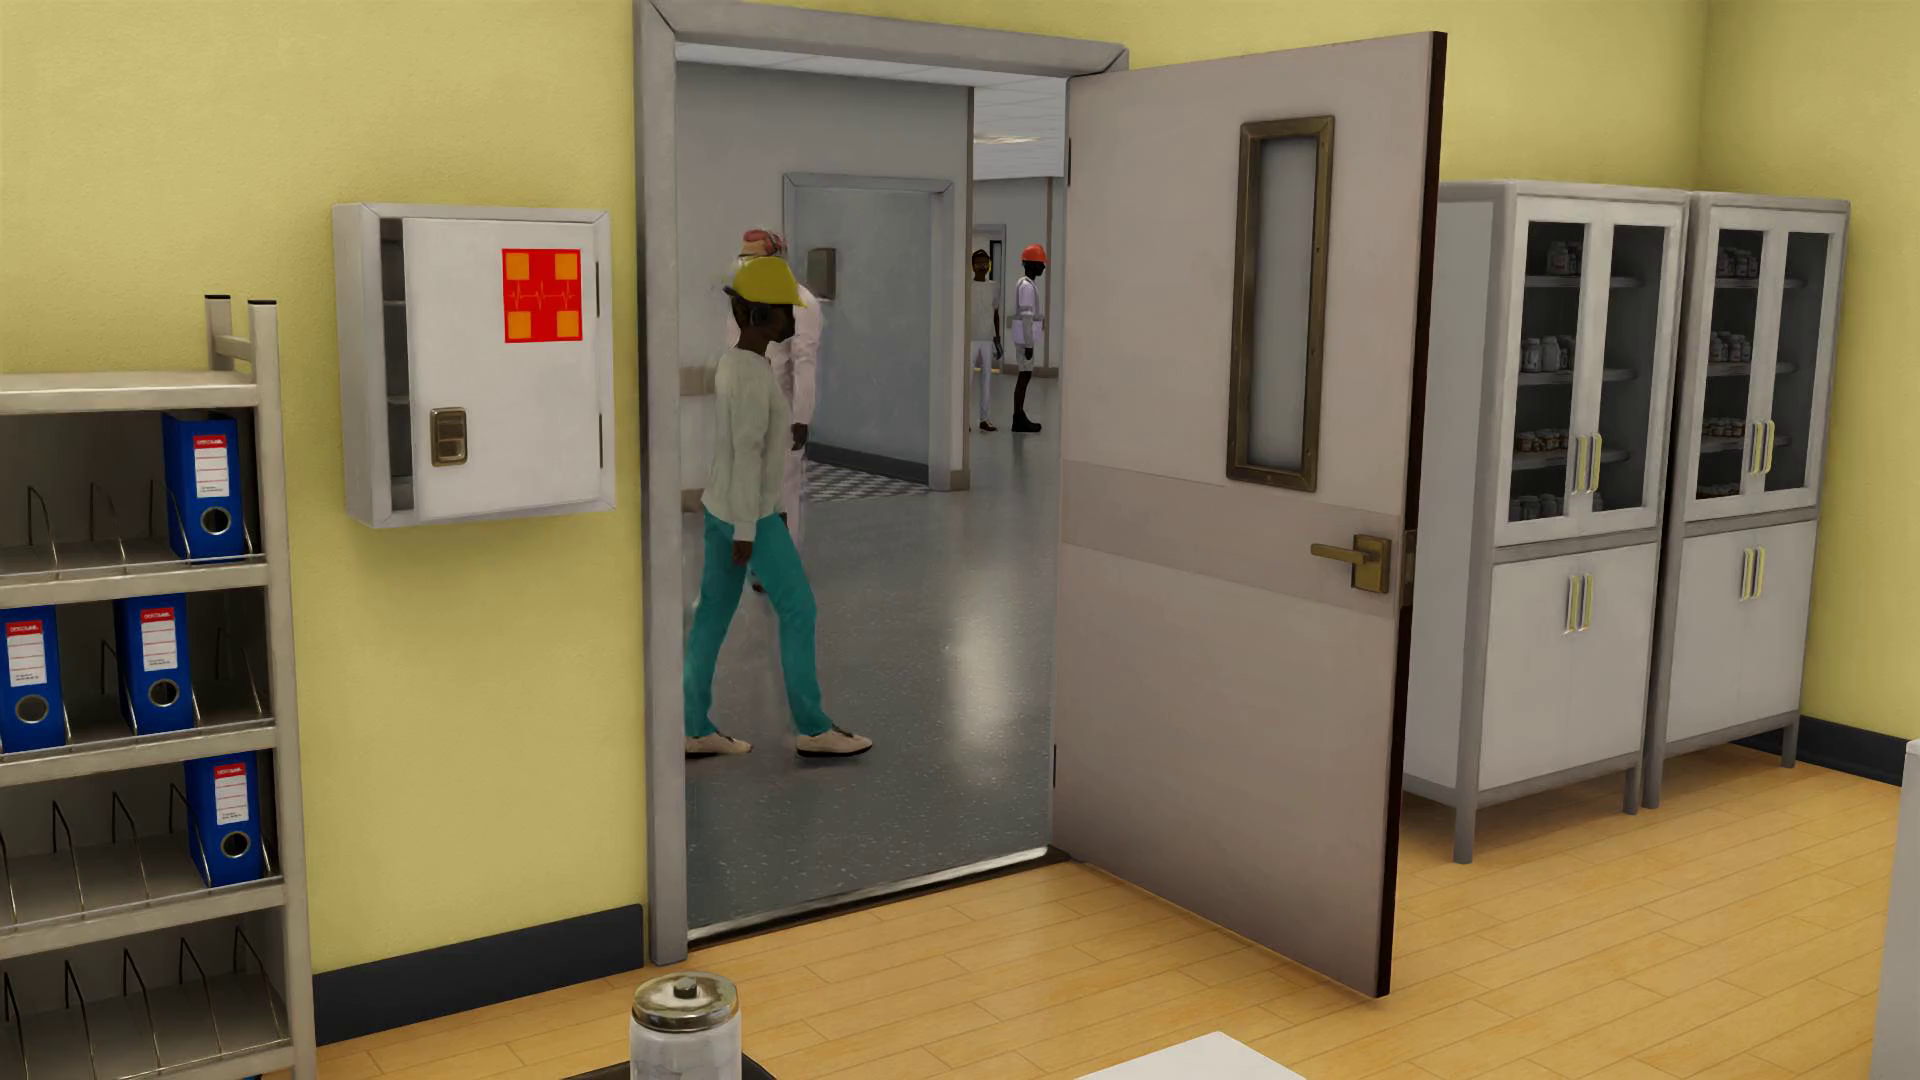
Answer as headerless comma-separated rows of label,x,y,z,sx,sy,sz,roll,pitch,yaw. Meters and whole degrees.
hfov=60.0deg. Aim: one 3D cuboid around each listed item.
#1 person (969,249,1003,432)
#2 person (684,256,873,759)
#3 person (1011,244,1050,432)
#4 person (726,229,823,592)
person,0.196,-2.037,17.059,0.531,1.871,0.322,-3,10,-22
person,-0.633,-0.093,5.752,0.777,1.736,0.534,-3,10,-20
person,0.720,-2.071,17.156,0.384,1.929,0.539,1,10,0
person,-1.010,-0.675,8.755,0.653,1.892,0.429,7,11,32
